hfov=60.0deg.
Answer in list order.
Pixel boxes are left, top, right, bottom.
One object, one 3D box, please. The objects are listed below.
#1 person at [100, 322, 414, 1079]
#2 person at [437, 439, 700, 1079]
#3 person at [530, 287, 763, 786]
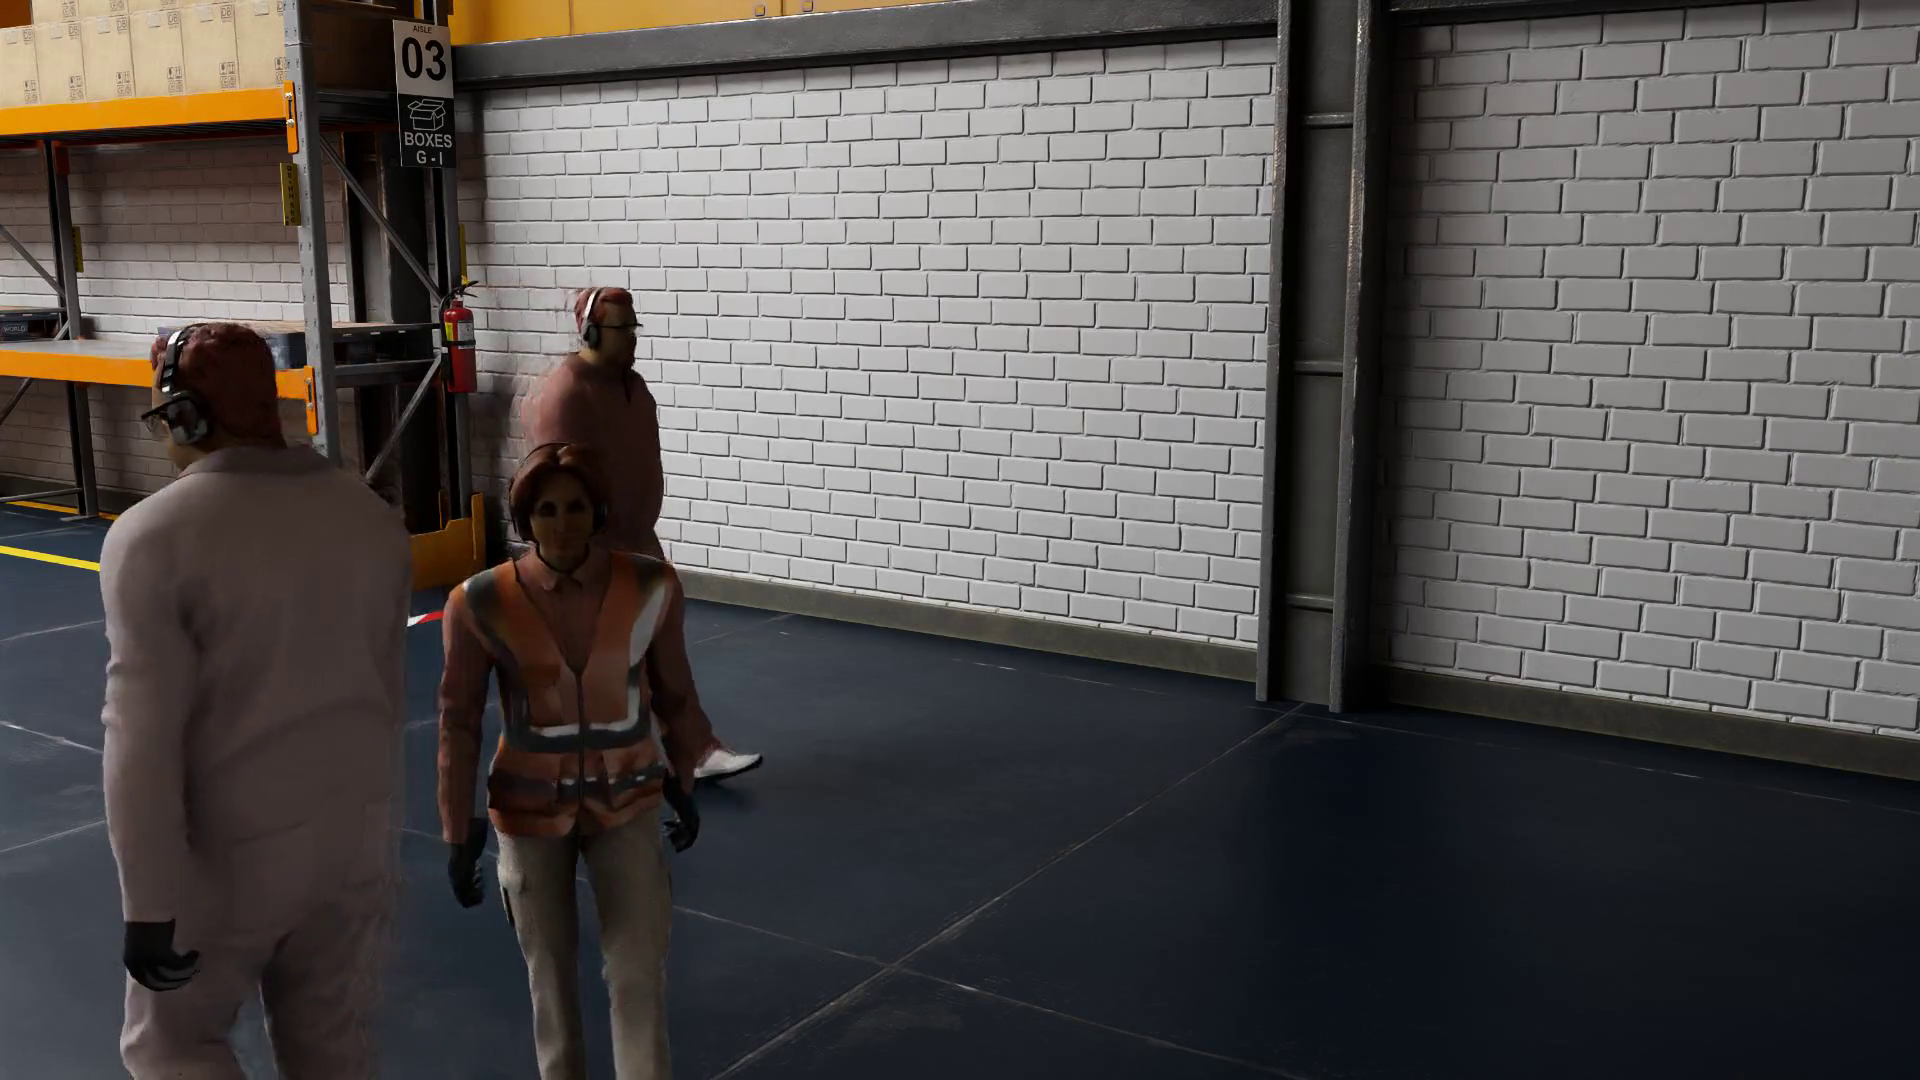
[{"bbox_3d":[-1.271,0.551,3.034,0.423,1.874,0.680,5,11,27],"label":"person"},{"bbox_3d":[-0.787,0.608,3.433,0.548,1.603,0.775,-3,11,-18],"label":"person"},{"bbox_3d":[-1.257,0.010,6.093,1.010,1.849,0.672,4,11,23],"label":"person"}]
